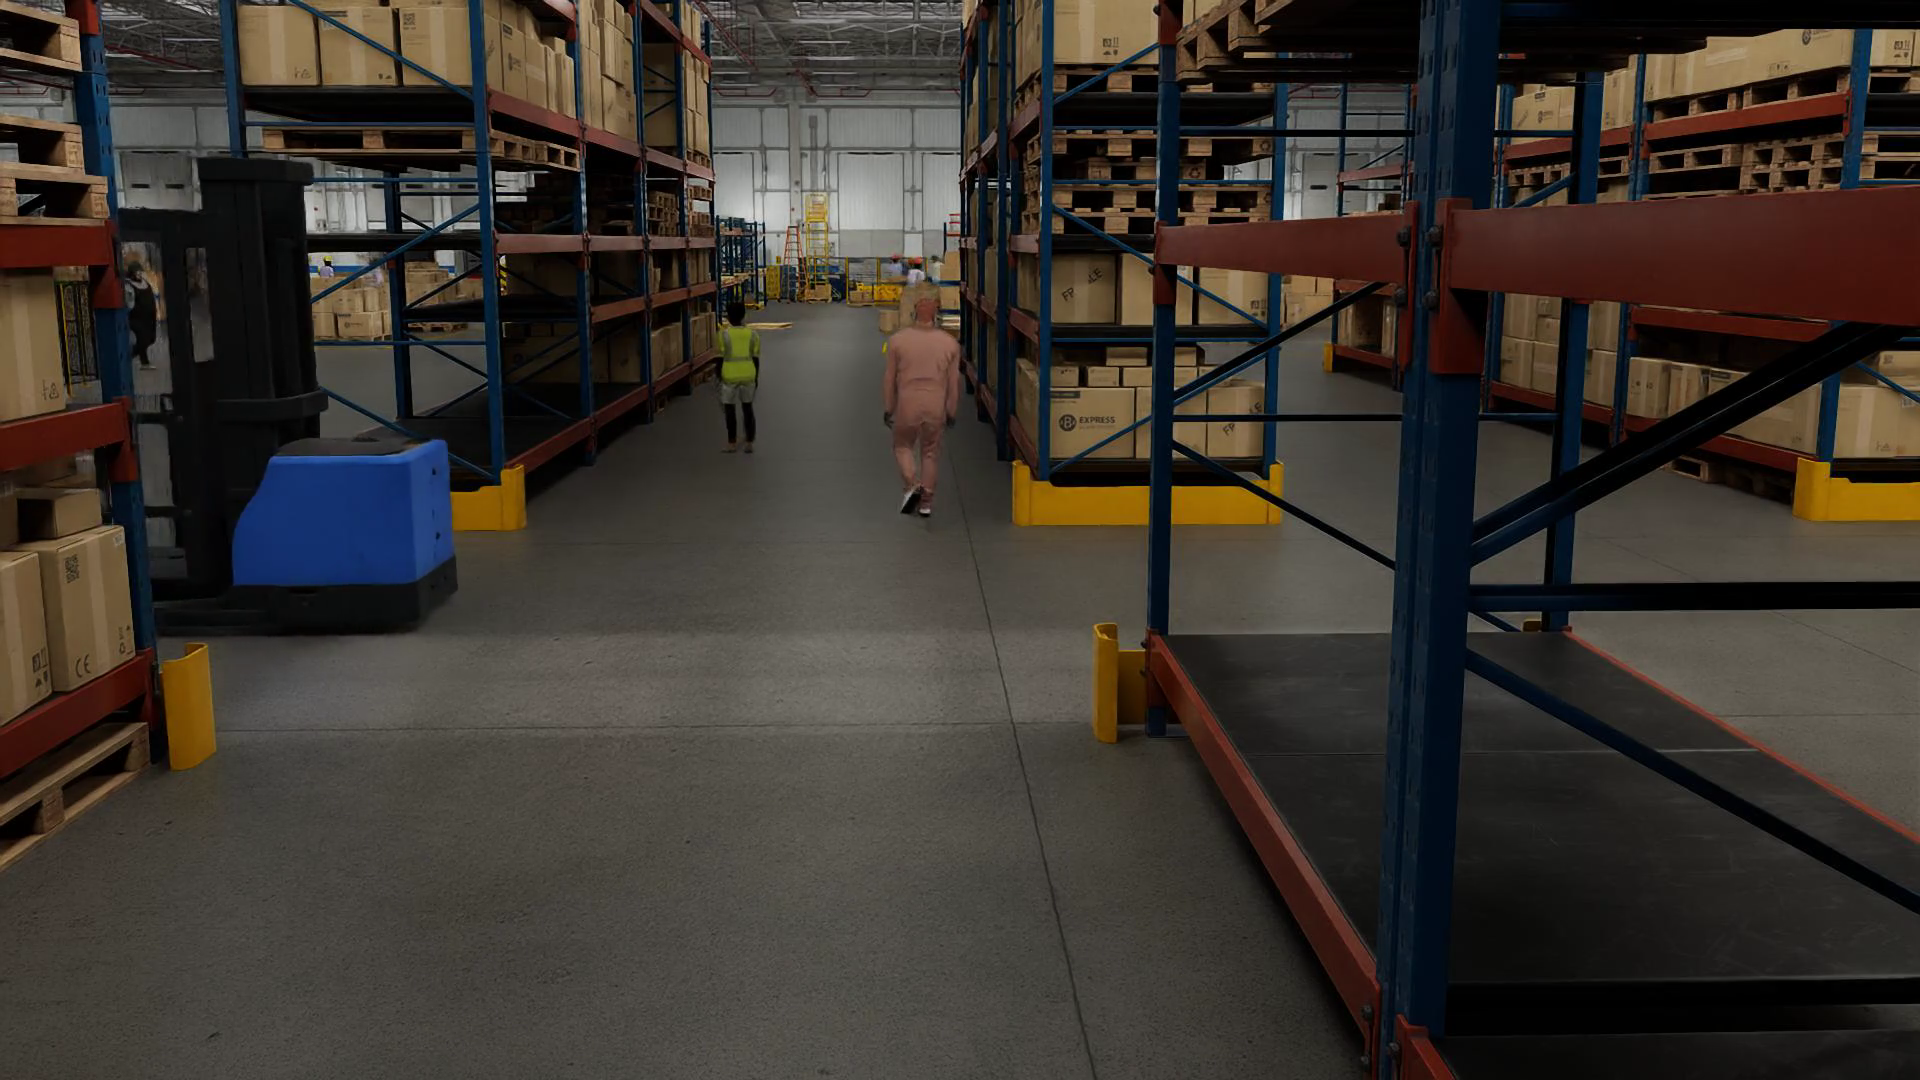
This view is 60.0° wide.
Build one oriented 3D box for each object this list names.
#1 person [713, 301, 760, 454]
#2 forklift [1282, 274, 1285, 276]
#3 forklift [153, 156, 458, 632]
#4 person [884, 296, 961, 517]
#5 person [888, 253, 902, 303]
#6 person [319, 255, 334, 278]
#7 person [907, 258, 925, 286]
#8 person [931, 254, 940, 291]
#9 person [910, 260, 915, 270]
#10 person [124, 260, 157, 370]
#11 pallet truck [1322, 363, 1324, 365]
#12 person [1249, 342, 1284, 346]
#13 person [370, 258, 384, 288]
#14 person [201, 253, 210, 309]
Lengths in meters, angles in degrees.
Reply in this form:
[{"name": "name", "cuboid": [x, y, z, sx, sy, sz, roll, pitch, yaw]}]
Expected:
[{"name": "person", "cuboid": [-2.463, -1.790, 18.402, 0.537, 1.697, 0.318, -6, 12, -30]}, {"name": "forklift", "cuboid": [11.698, -9.590, 58.546, 1.873, 2.768, 1.129, -9, 13, -40]}, {"name": "forklift", "cuboid": [-4.204, -0.909, 10.186, 1.873, 2.768, 1.129, 0, 10, -2]}, {"name": "person", "cuboid": [-0.329, -1.131, 14.187, 0.666, 1.886, 0.417, -2, 10, -10]}, {"name": "person", "cuboid": [-2.412, -10.132, 64.322, 0.951, 1.906, 0.540, -7, 12, -33]}, {"name": "person", "cuboid": [-19.191, -7.678, 50.548, 0.587, 1.928, 0.363, 6, 12, 31]}, {"name": "person", "cuboid": [-1.135, -6.883, 46.228, 0.566, 1.884, 0.985, 9, 13, 41]}, {"name": "person", "cuboid": [-0.765, -8.775, 56.704, 0.600, 1.920, 0.634, 1, 10, 8]}, {"name": "person", "cuboid": [-1.275, -7.405, 49.341, 0.846, 1.820, 0.519, 3, 11, 16]}, {"name": "person", "cuboid": [-15.035, -4.121, 30.418, 0.708, 2.000, 0.685, 3, 11, 17]}, {"name": "pallet truck", "cuboid": [7.712, -4.157, 30.737, 1.885, 1.965, 0.823, 3, 11, 16]}, {"name": "person", "cuboid": [6.864, -5.288, 37.226, 0.828, 1.929, 0.631, 4, 11, 23]}, {"name": "person", "cuboid": [-19.435, -8.508, 55.549, 0.964, 1.791, 0.639, -9, 14, -42]}, {"name": "person", "cuboid": [-26.348, -9.069, 58.245, 0.396, 1.943, 0.614, -5, 11, -24]}]
